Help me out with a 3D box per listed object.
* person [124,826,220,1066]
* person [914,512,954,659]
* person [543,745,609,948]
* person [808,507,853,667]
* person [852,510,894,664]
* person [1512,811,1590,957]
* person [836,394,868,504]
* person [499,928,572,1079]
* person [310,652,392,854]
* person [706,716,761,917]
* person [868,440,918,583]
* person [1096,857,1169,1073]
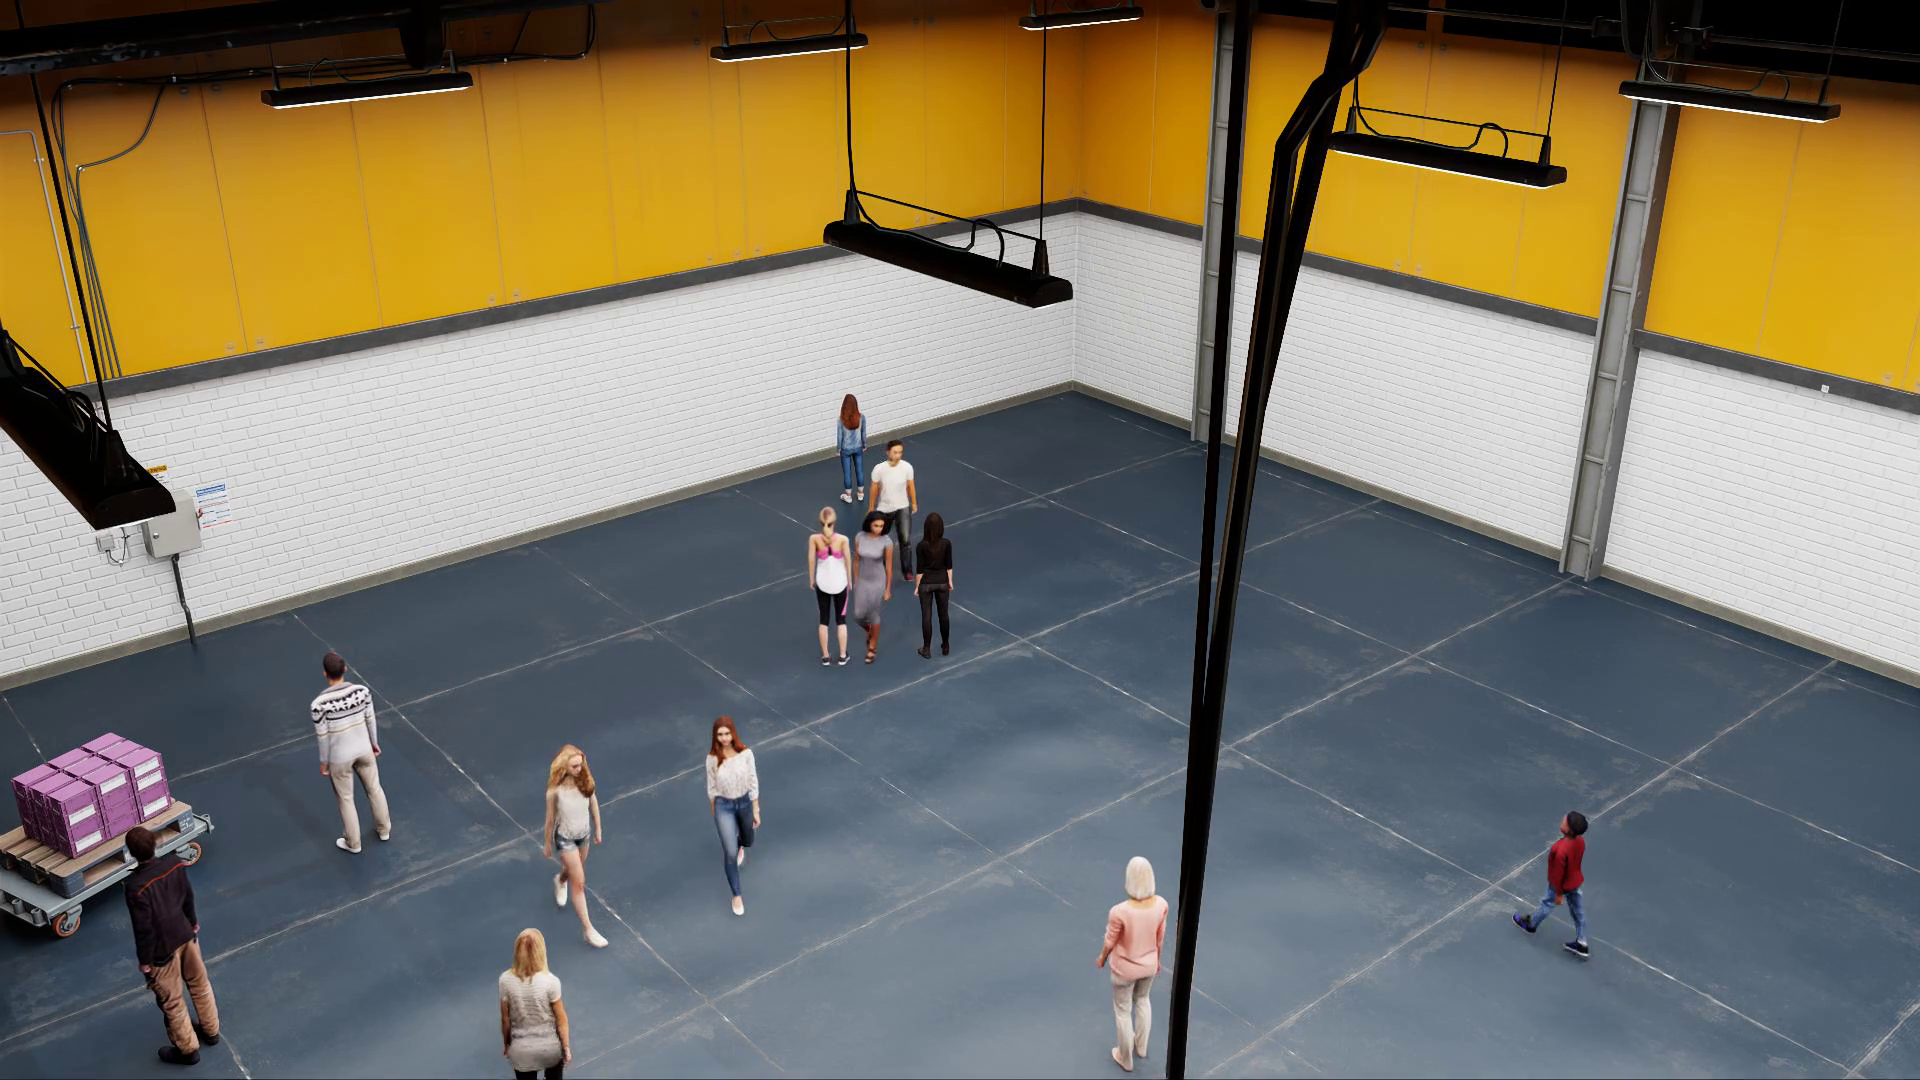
[{"bbox_3d":[-5.670,2.892,11.904,0.778,1.922,0.791,9,25,19],"label":"person"},{"bbox_3d":[-0.275,0.479,17.774,0.648,1.642,0.626,-7,25,-15],"label":"person"},{"bbox_3d":[-3.164,2.368,13.356,0.655,1.718,1.132,-19,30,-37],"label":"person"},{"bbox_3d":[-1.363,0.489,17.569,0.673,1.788,0.721,1,24,2],"label":"person"},{"bbox_3d":[-0.892,0.470,17.648,0.766,1.758,0.828,9,25,20],"label":"person"},{"bbox_3d":[4.840,2.733,13.132,0.550,1.229,0.879,-16,28,-32],"label":"person"},{"bbox_3d":[-1.421,-1.213,21.849,0.623,1.477,0.601,-9,25,-20],"label":"person"},{"bbox_3d":[-2.799,3.390,10.915,1.026,1.802,1.156,-1,24,-1],"label":"person"},{"bbox_3d":[-5.290,1.835,14.400,0.699,1.860,0.559,-21,31,-40],"label":"person"},{"bbox_3d":[-1.872,2.192,13.781,0.852,1.701,1.125,-6,24,-13],"label":"person"},{"bbox_3d":[-0.796,-0.391,19.633,1.102,1.746,1.257,-1,24,-3],"label":"person"},{"bbox_3d":[1.236,3.036,11.827,0.671,1.719,0.677,-9,25,-21],"label":"person"}]
